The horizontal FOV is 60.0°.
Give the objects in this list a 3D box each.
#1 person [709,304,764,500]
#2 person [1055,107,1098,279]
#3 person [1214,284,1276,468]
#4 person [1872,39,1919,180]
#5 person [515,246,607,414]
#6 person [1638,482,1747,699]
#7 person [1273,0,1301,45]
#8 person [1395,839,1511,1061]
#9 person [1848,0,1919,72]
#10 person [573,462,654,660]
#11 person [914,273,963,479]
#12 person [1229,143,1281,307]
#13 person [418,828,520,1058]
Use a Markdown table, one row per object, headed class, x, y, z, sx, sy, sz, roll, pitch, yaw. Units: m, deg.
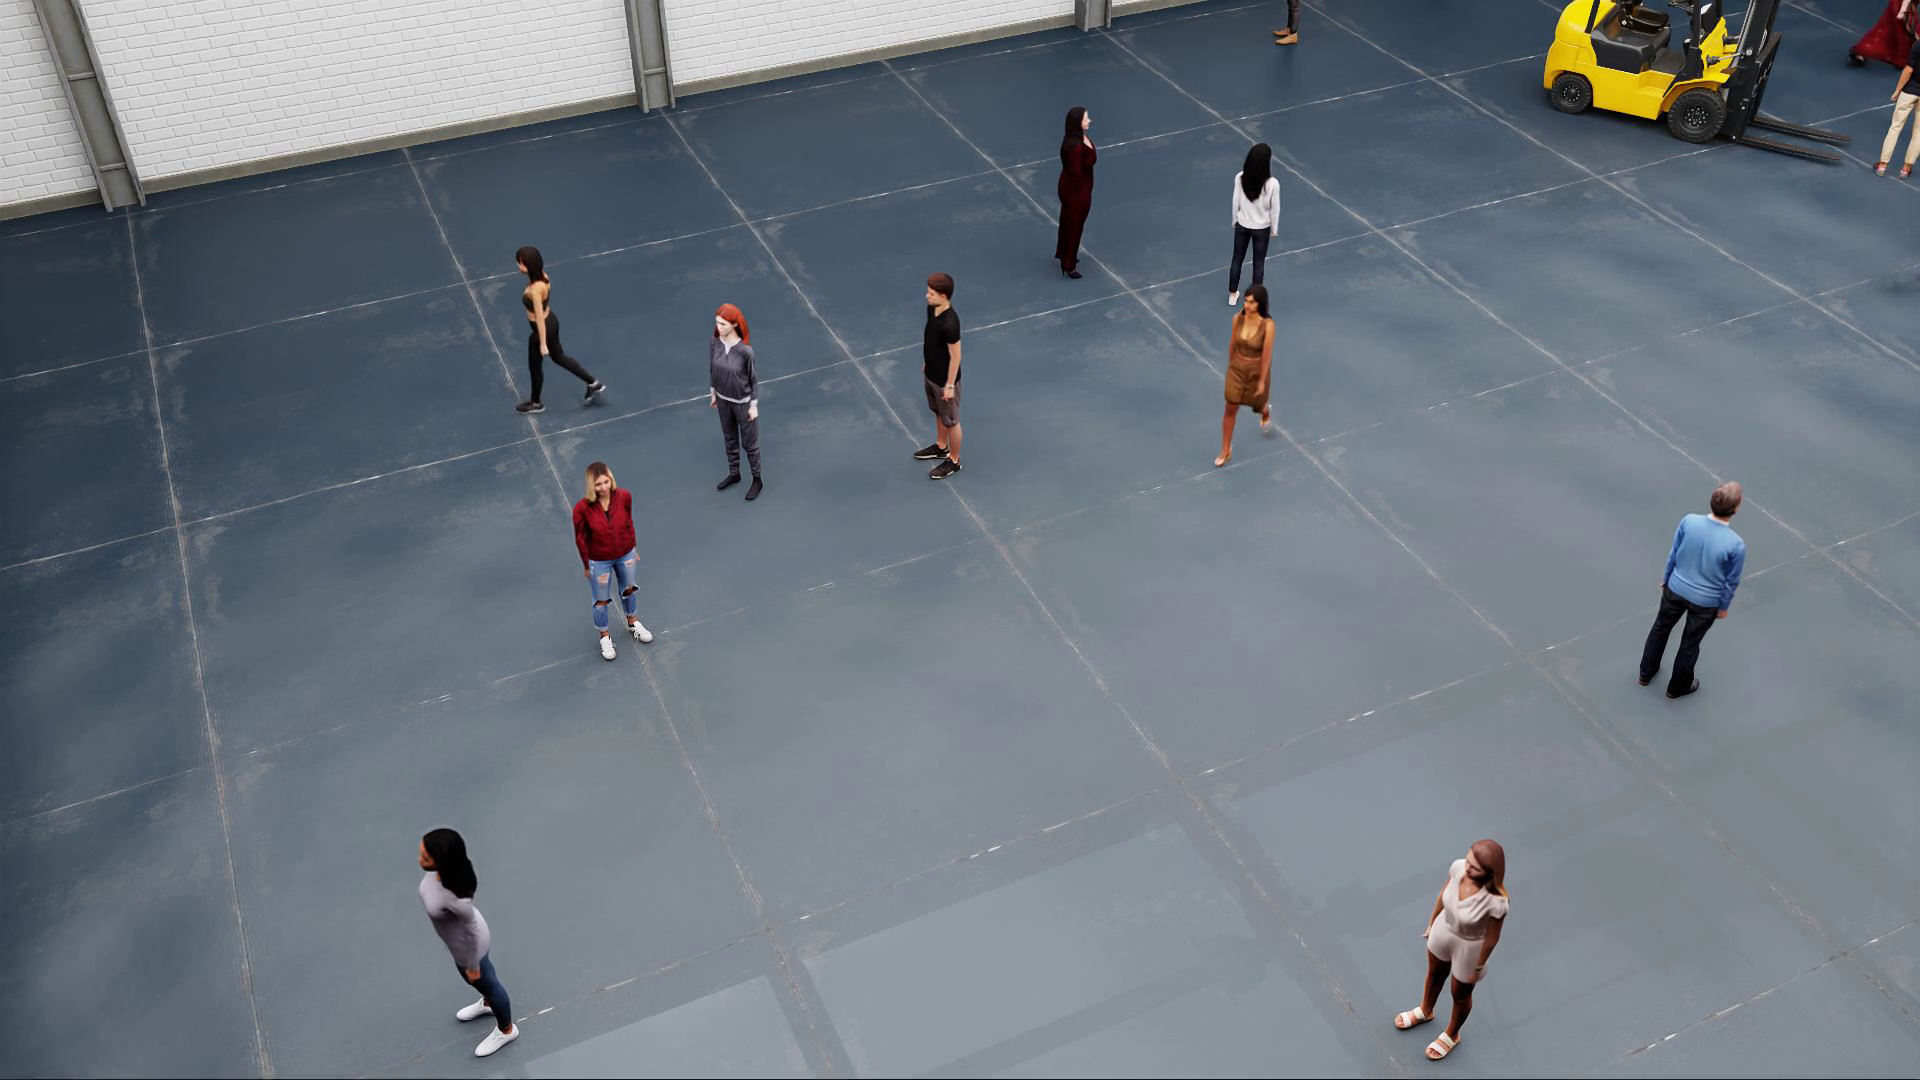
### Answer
| class | x | y | z | sx | sy | sz | roll | pitch | yaw |
| --- | --- | --- | --- | --- | --- | --- | --- | --- | --- |
| person | -1.825 | -1.136 | 13.543 | 0.658 | 1.780 | 0.684 | 19 | 42 | 22 |
| person | 1.125 | -3.457 | 16.467 | 0.742 | 1.757 | 0.747 | 0 | 39 | 0 |
| person | 2.475 | -1.411 | 13.980 | 0.884 | 1.664 | 1.075 | 24 | 45 | 27 |
| person | 10.458 | -4.851 | 18.131 | 0.709 | 1.859 | 0.750 | 16 | 41 | 19 |
| person | -3.553 | -1.825 | 14.536 | 1.112 | 1.616 | 0.831 | -1 | 39 | -1 |
| person | 5.153 | 0.344 | 11.657 | 0.681 | 1.820 | 0.717 | -30 | 47 | -32 |
| person | 4.281 | -7.211 | 21.196 | 0.717 | 1.722 | 0.726 | 3 | 39 | 4 |
| person | 2.818 | 2.267 | 9.348 | 0.576 | 1.697 | 0.581 | -20 | 43 | -23 |
| person | 11.537 | -6.569 | 20.489 | 1.150 | 1.601 | 1.023 | 8 | 39 | 10 |
| person | -2.542 | 0.115 | 12.093 | 0.519 | 1.634 | 0.700 | -23 | 44 | -26 |
| person | -0.138 | -1.383 | 13.787 | 0.557 | 1.861 | 0.685 | -15 | 41 | -18 |
| person | 2.807 | -3.015 | 15.960 | 0.710 | 1.700 | 0.749 | 18 | 42 | 21 |
| person | -2.764 | 2.234 | 9.359 | 0.531 | 1.735 | 0.610 | -19 | 42 | -22 |
